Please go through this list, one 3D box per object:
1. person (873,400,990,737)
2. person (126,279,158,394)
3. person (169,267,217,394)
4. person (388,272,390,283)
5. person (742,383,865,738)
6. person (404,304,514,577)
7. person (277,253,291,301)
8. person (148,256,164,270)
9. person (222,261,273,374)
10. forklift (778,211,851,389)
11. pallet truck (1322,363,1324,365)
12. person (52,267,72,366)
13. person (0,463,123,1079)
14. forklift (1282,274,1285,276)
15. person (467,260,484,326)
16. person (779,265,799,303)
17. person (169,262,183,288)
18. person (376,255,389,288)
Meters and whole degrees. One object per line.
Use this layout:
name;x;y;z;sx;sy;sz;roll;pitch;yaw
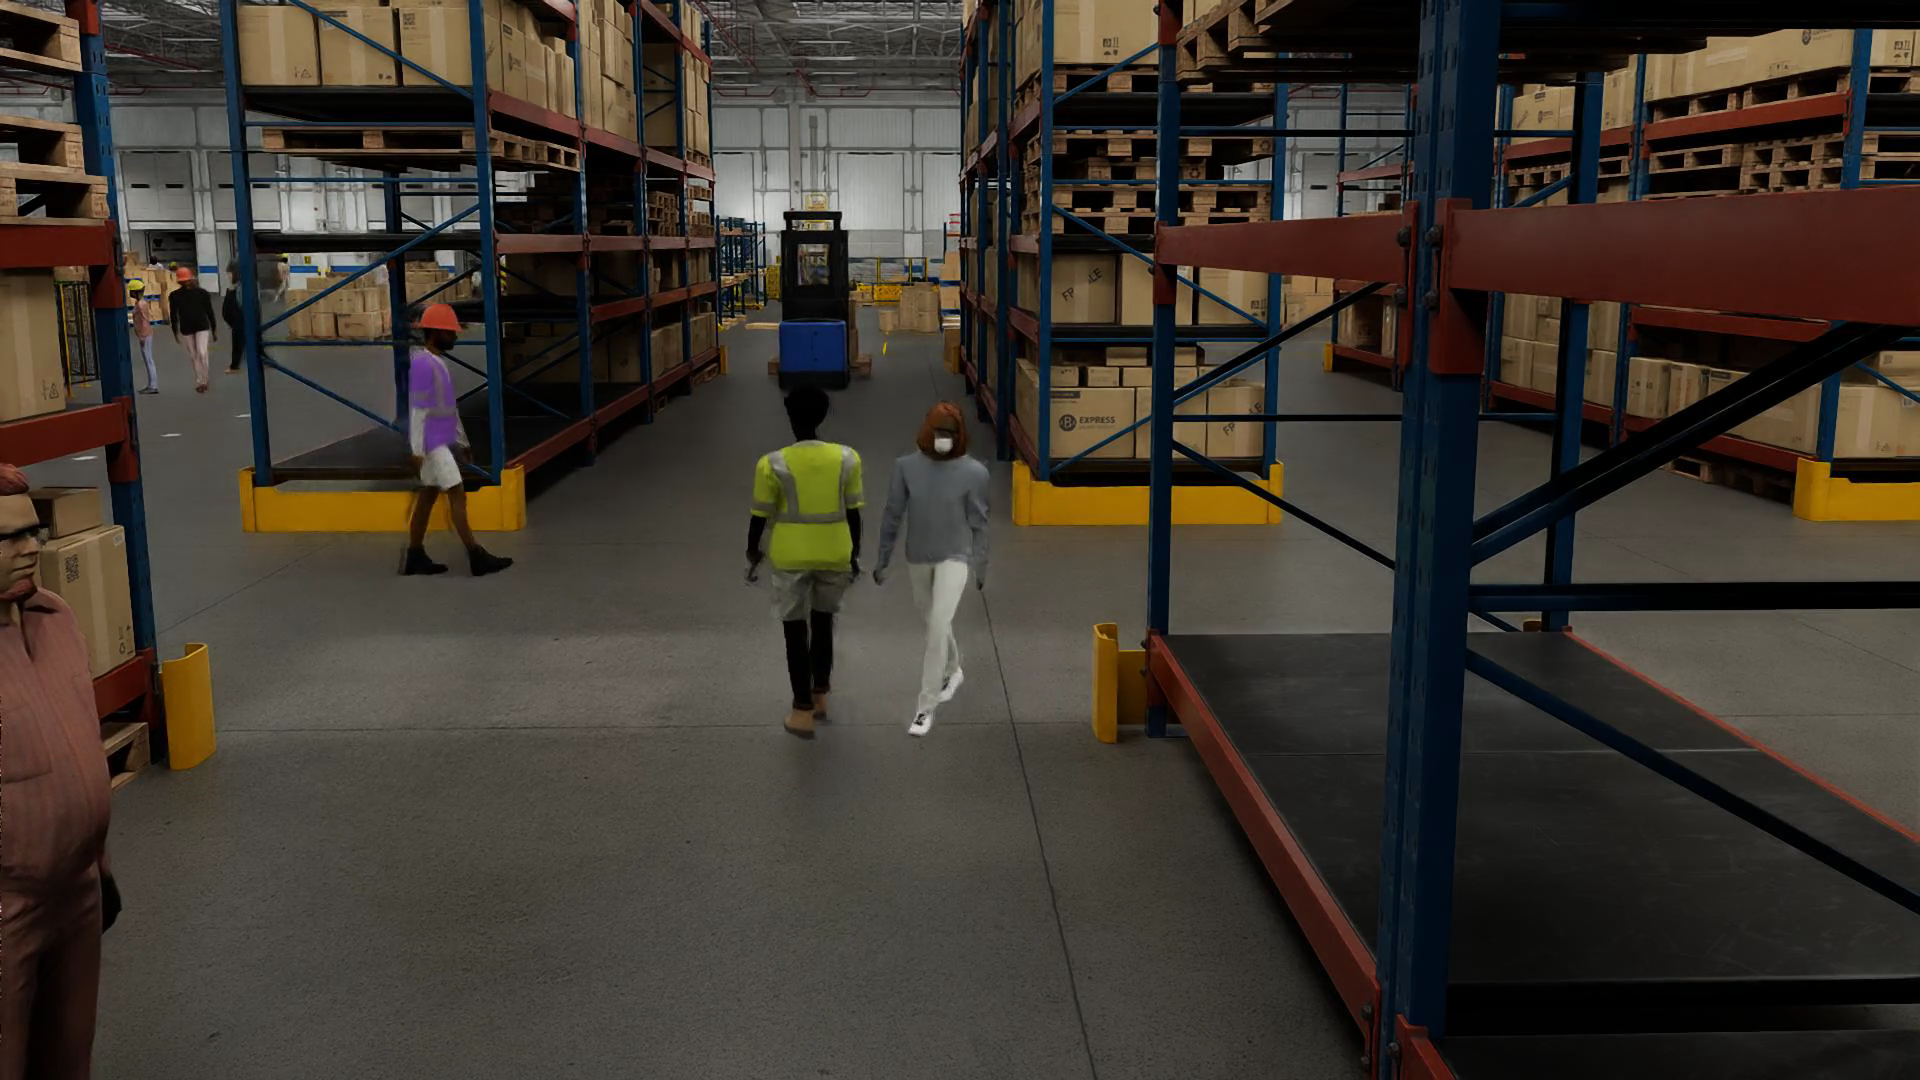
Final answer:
person;-0.103;0.095;8.173;0.517;1.589;0.865;4;11;22
person;-12.620;-3.128;25.657;0.327;1.765;0.529;-5;11;-26
person;-11.829;-3.211;25.608;0.610;1.942;0.978;-2;10;-10
person;-18.743;-8.403;55.257;0.534;1.692;0.321;-10;14;-43
person;-0.760;0.087;7.965;0.561;1.674;0.509;-5;11;-27
person;-3.530;-0.682;11.623;0.895;1.901;0.563;-1;10;-4
person;-26.169;-10.156;64.396;0.587;1.911;0.608;4;11;23
person;-28.435;-9.109;58.782;0.621;1.837;0.429;4;11;19
person;-12.782;-3.997;29.729;0.926;2.000;0.695;-9;14;-43
forklift;-2.348;-3.883;26.752;1.129;2.768;1.873;0;10;-2
pallet truck;7.712;-4.157;30.737;1.885;1.965;0.823;3;11;16
person;-17.111;-4.244;31.312;0.607;1.966;0.367;3;10;14
person;-2.026;0.773;3.571;0.402;1.900;0.636;1;10;4
forklift;12.240;-10.302;62.509;1.129;2.768;1.873;0;10;-2
person;-13.523;-6.851;46.240;0.537;1.823;0.602;-1;10;-8
person;-6.257;-9.719;62.064;1.024;1.870;0.563;1;10;6
person;-24.093;-7.669;51.050;0.457;1.728;0.487;9;13;40
person;-19.315;-8.628;55.962;1.031;1.877;0.635;-10;14;-44
